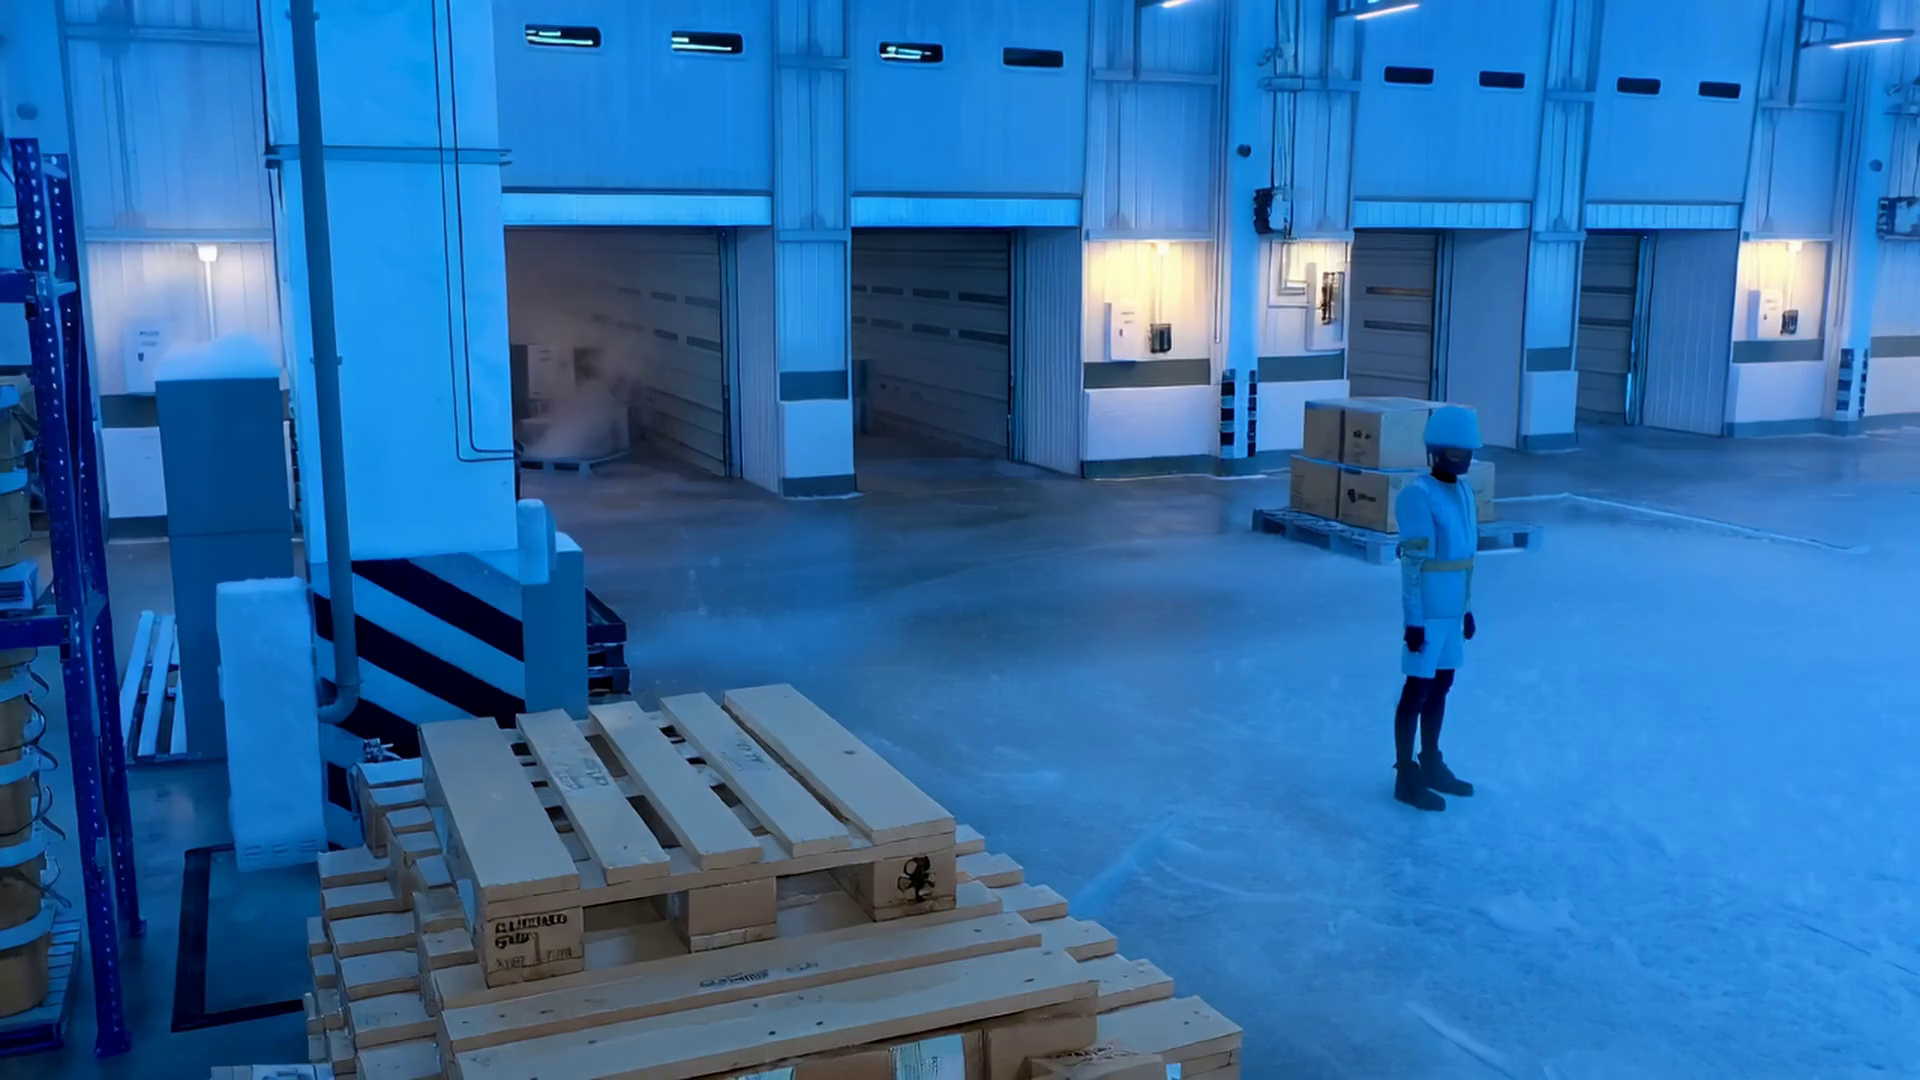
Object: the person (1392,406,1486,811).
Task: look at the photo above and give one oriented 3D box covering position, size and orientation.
[{"bbox_3d":[2.319,0.322,8.012,0.546,1.938,0.361,-10,14,-44],"label":"person"}]
